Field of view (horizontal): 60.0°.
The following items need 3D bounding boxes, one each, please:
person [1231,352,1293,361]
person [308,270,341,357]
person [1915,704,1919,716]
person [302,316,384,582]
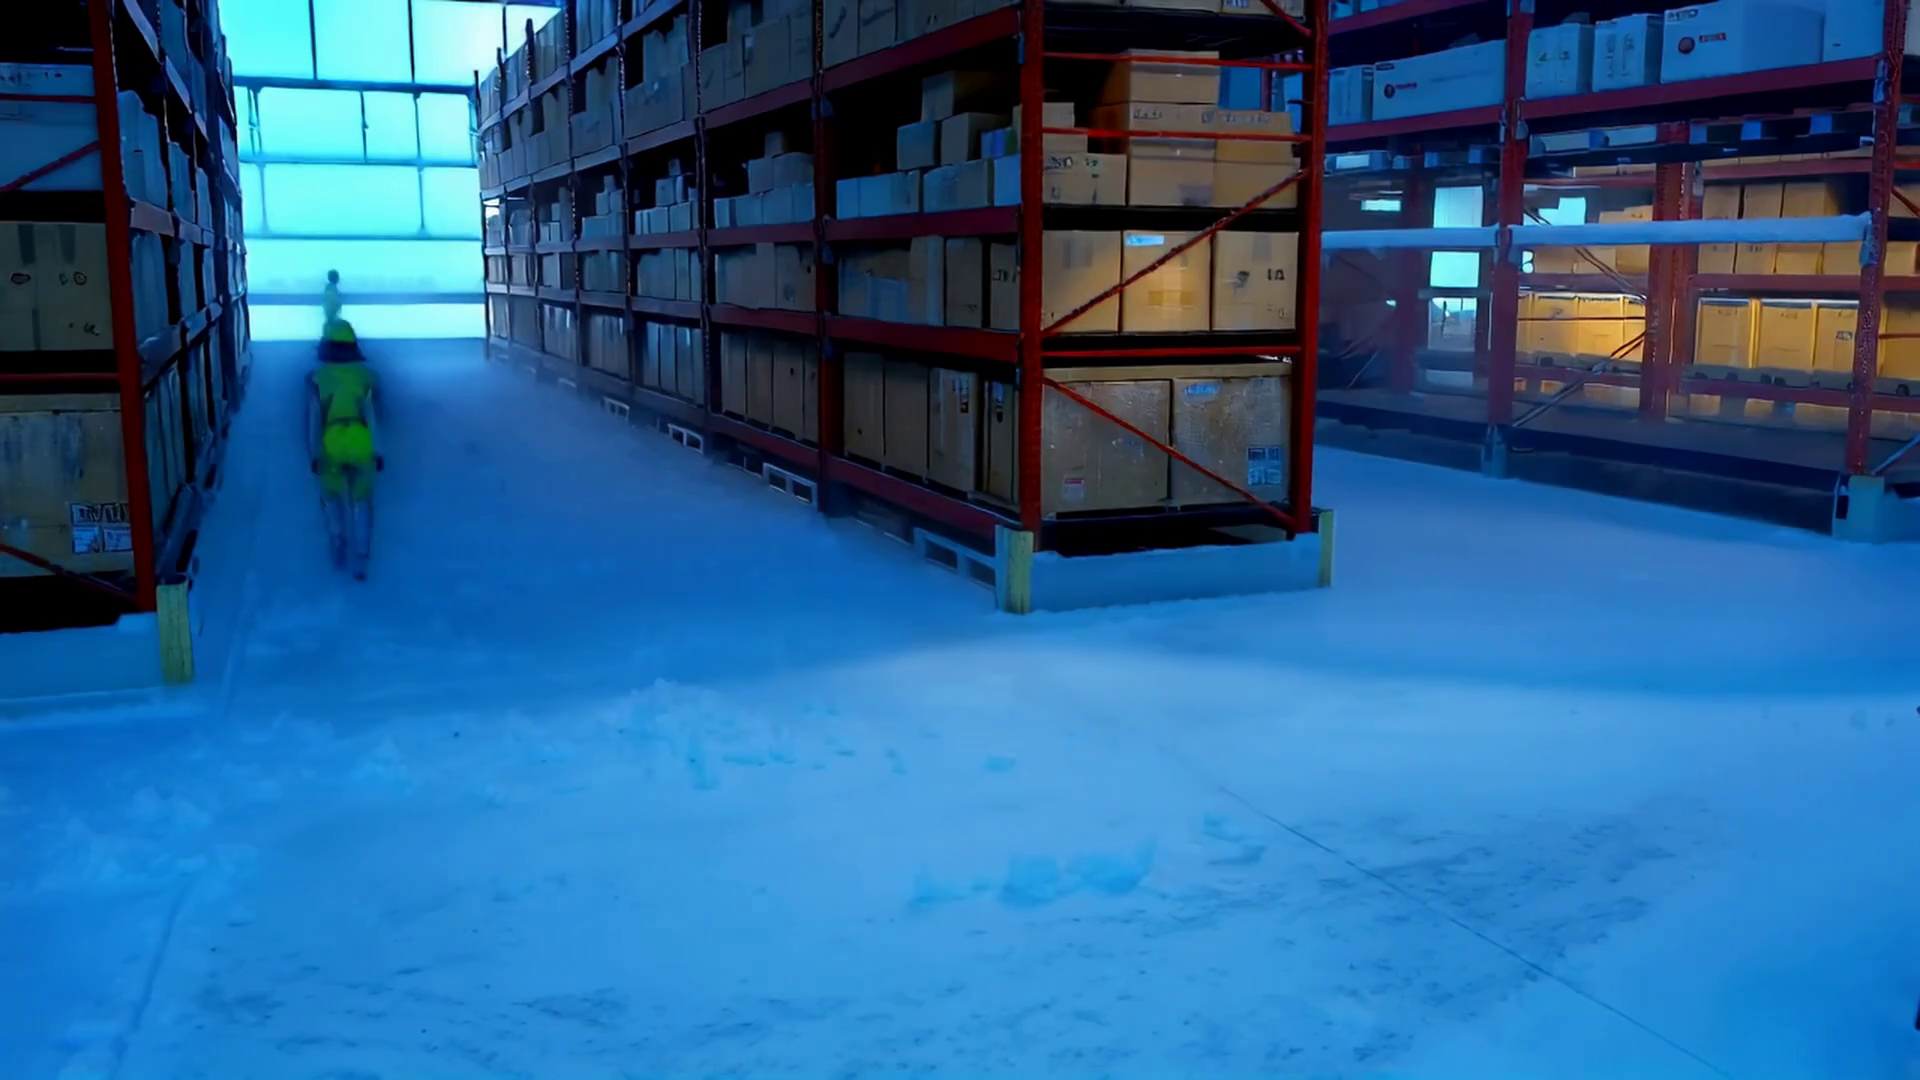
[{"bbox_3d":[2.387,-1.013,13.159,0.640,1.814,0.909,-3,10,-20],"label":"person"},{"bbox_3d":[-13.601,-4.853,35.838,0.866,1.918,0.644,-4,10,-24],"label":"person"},{"bbox_3d":[4.603,-0.096,7.382,0.651,1.898,0.395,1,10,6],"label":"person"},{"bbox_3d":[-3.960,-0.570,10.736,0.484,1.732,0.411,-4,10,-23],"label":"person"}]
